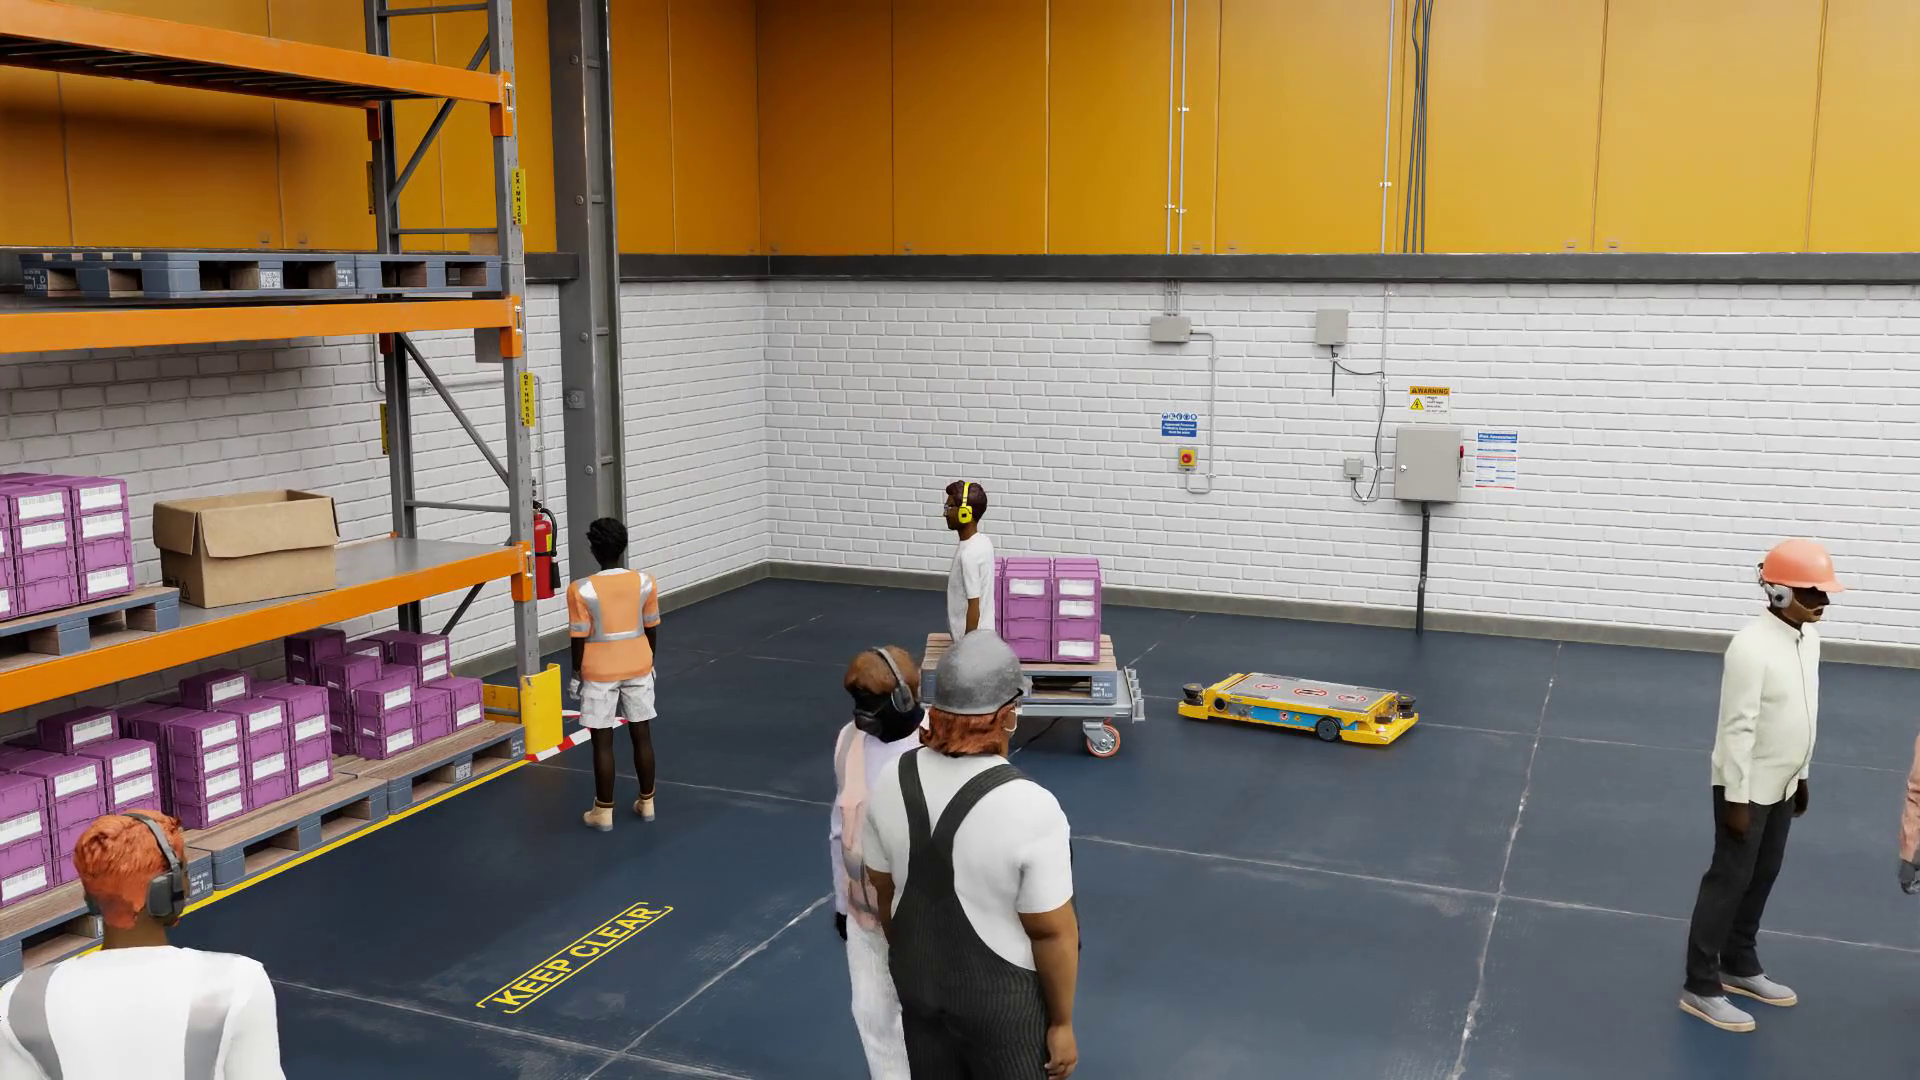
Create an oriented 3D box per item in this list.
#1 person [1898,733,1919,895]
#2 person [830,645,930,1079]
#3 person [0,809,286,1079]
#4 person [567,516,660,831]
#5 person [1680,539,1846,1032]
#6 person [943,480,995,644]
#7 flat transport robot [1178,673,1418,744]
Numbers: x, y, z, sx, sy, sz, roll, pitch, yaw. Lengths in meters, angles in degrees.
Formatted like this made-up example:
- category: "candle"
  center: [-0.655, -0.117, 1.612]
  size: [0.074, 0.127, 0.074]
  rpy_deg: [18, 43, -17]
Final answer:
- category: "person"
  center: [3.847, 1.216, 6.287]
  size: [0.523, 1.606, 0.841]
  rpy_deg: [6, 11, 33]
- category: "person"
  center: [-0.156, 1.229, 5.536]
  size: [0.662, 1.814, 0.509]
  rpy_deg: [8, 12, 40]
- category: "person"
  center: [-1.740, 1.507, 3.629]
  size: [0.574, 1.884, 0.360]
  rpy_deg: [-1, 9, -9]
- category: "person"
  center: [-1.864, 0.717, 8.974]
  size: [0.532, 1.698, 0.319]
  rpy_deg: [-7, 12, -36]
- category: "person"
  center: [3.230, 0.968, 6.628]
  size: [0.632, 1.981, 0.433]
  rpy_deg: [-8, 12, -40]
- category: "person"
  center: [0.029, 0.601, 9.173]
  size: [0.328, 1.867, 0.513]
  rpy_deg: [1, 9, 4]
- category: "flat transport robot"
  center: [2.236, 1.092, 11.019]
  size: [1.431, 0.197, 0.652]
  rpy_deg: [6, 11, 31]
